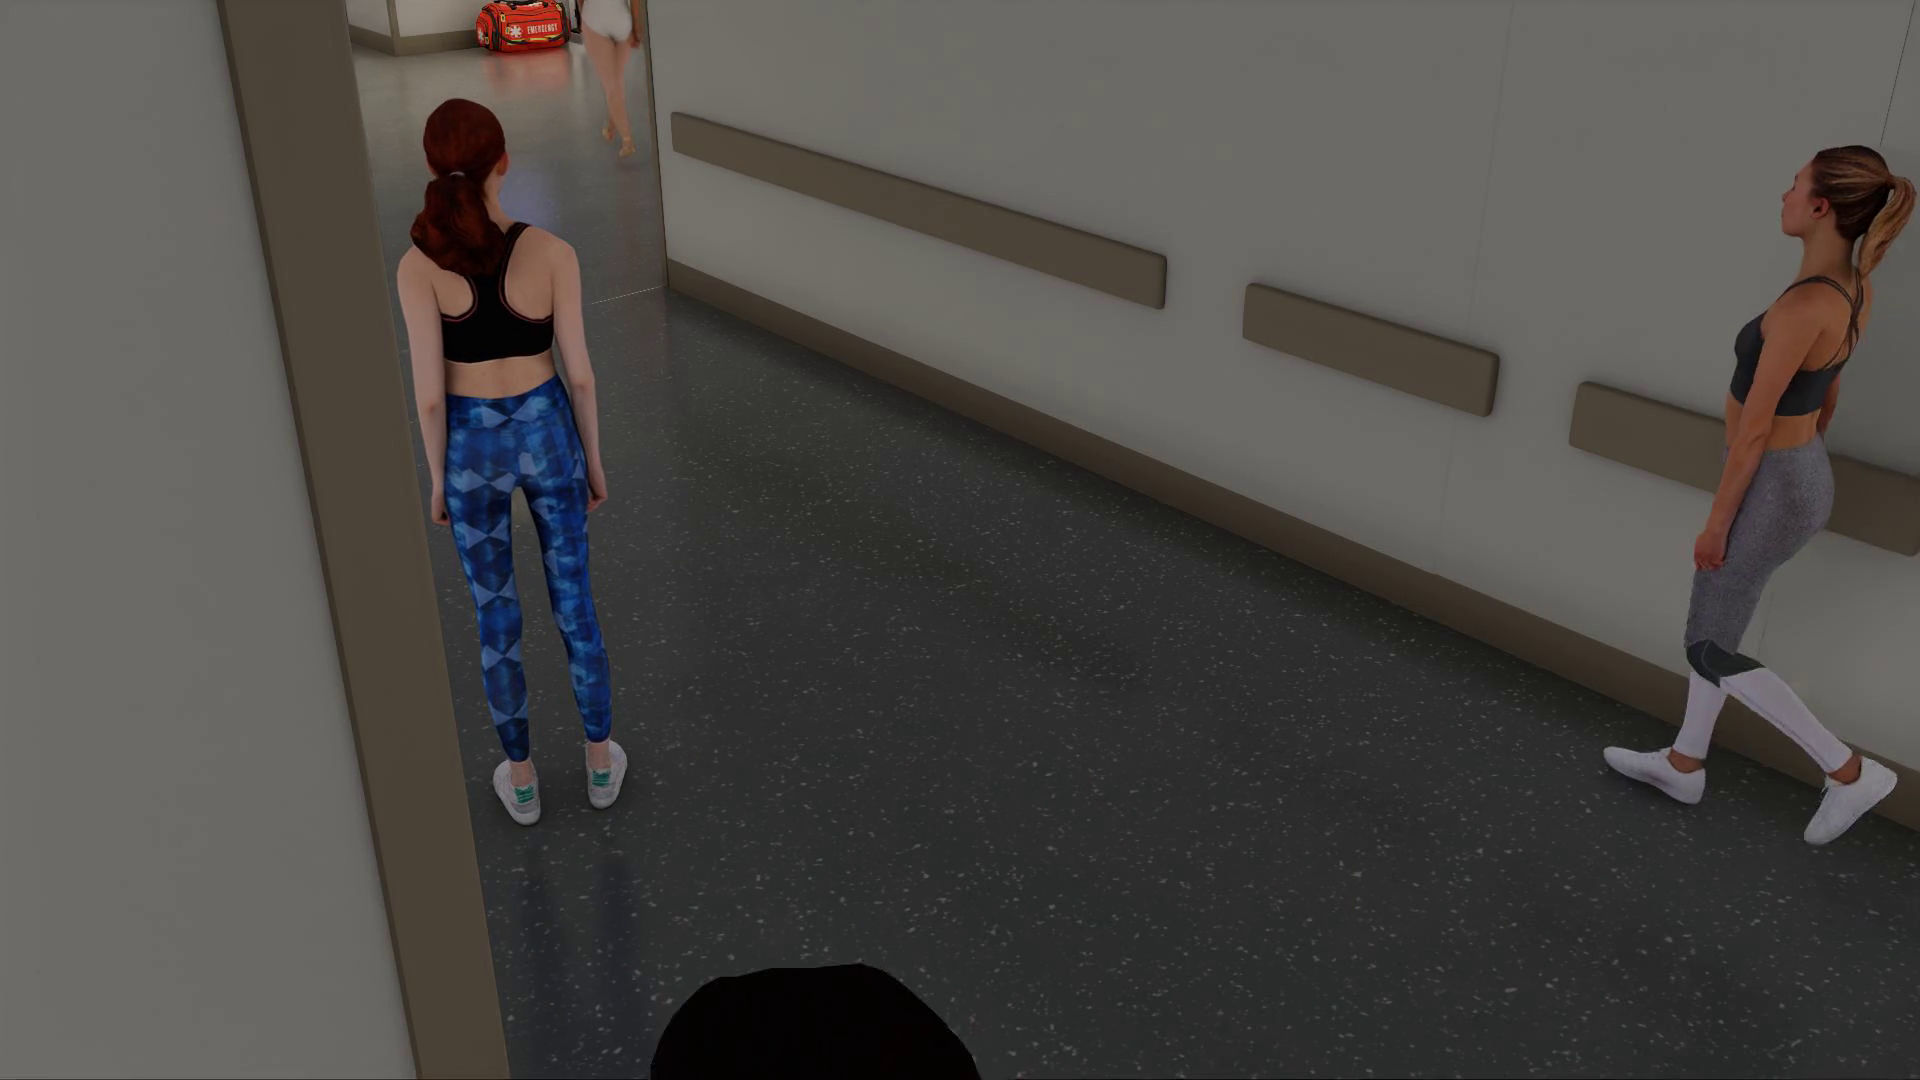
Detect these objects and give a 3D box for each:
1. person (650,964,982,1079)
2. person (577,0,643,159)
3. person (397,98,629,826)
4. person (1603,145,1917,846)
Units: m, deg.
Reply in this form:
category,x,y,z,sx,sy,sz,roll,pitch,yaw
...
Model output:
category,x,y,z,sx,sy,sz,roll,pitch,yaw
person,0.046,1.146,1.292,1.227,1.783,0.929,-13,28,-24
person,-2.211,-3.209,10.535,1.057,1.597,0.779,-12,28,-23
person,-1.061,-0.143,3.962,0.599,1.785,0.707,-9,27,-18
person,1.946,-0.039,3.855,0.691,1.690,0.878,22,34,38
